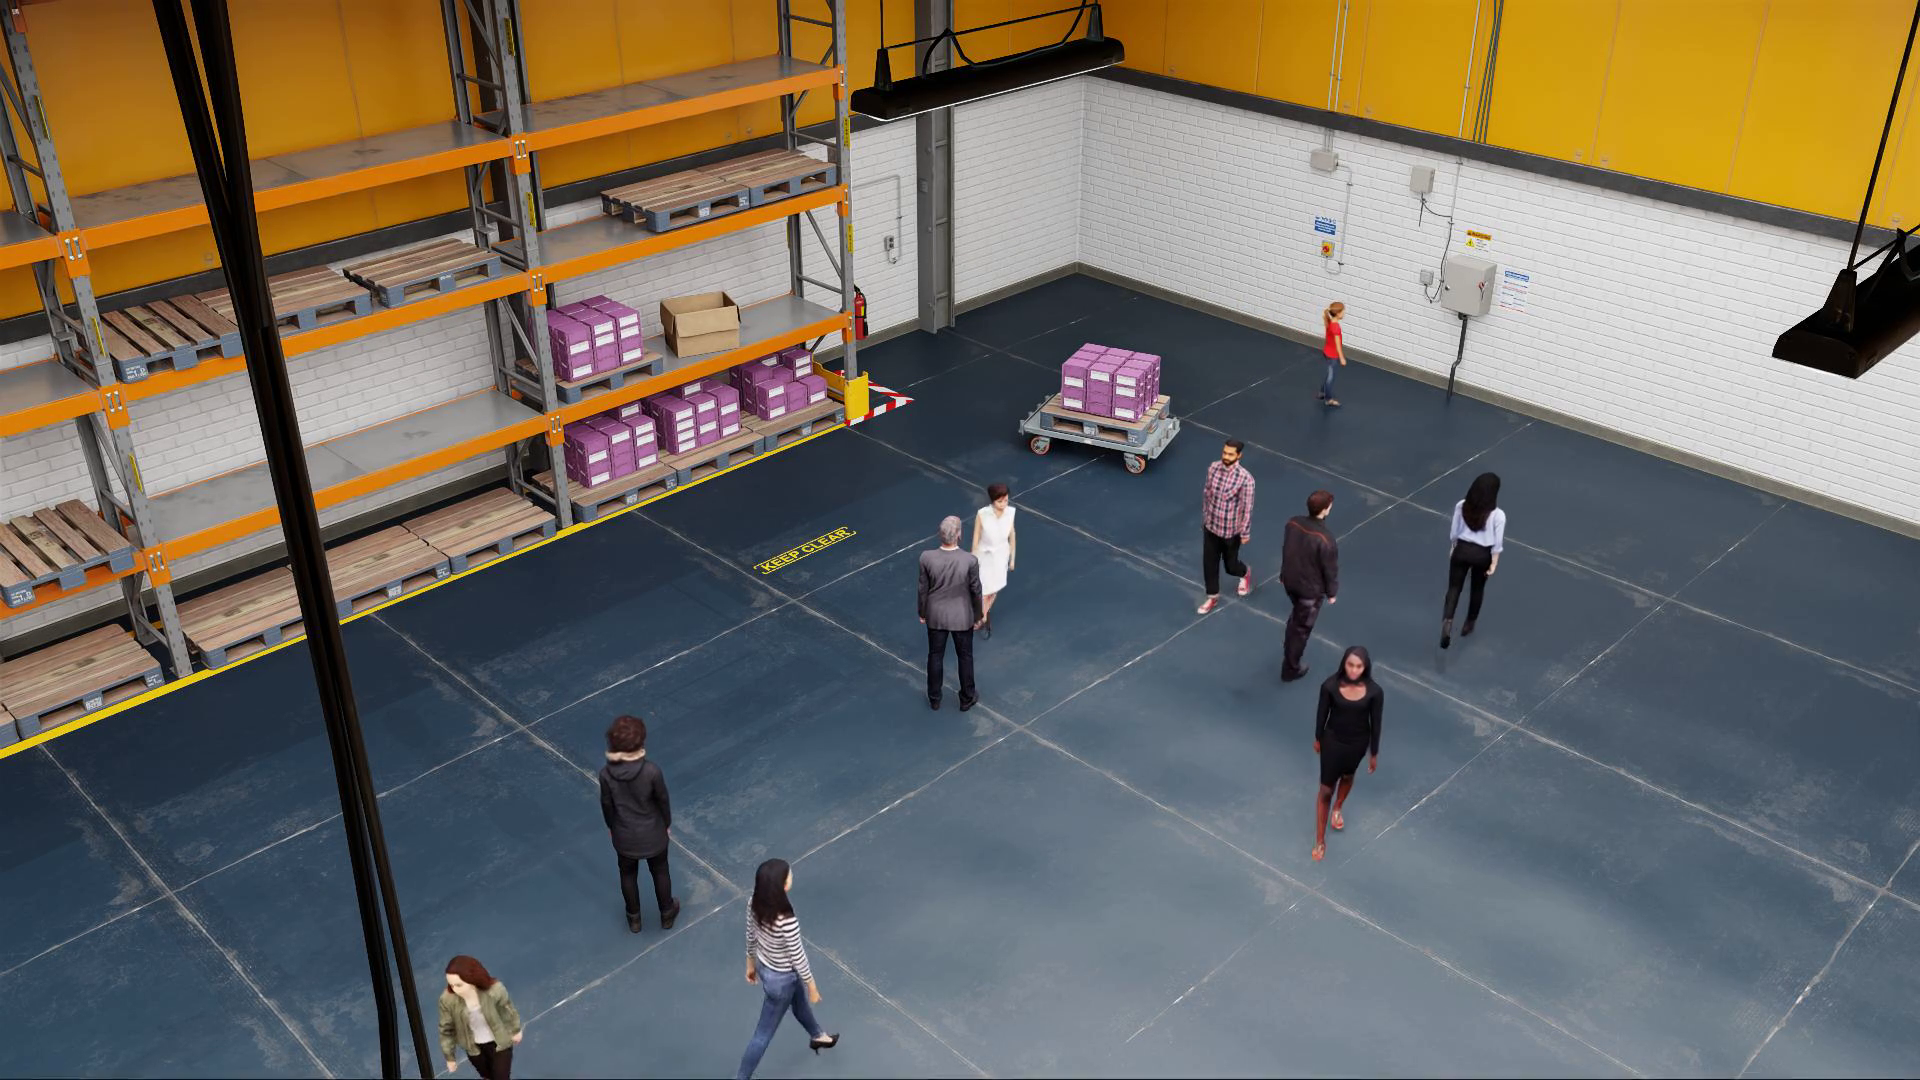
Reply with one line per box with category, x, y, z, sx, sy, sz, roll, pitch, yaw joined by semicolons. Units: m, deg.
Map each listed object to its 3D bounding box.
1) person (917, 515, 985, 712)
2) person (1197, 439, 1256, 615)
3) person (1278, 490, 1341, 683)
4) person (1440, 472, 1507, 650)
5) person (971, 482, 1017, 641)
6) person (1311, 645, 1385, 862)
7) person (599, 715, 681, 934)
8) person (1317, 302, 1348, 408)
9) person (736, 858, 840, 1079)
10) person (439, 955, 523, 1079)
person;-0.081;0.615;14.044;0.811;1.841;0.835;3;29;6
person;2.517;-0.162;15.570;0.718;1.745;0.913;23;36;35
person;2.927;0.424;14.412;0.723;1.824;0.768;-20;34;-32
person;4.554;0.210;14.912;0.835;1.722;1.084;15;32;26
person;0.275;0.127;15.263;0.702;1.531;0.752;-9;30;-15
person;2.919;1.499;12.581;0.948;1.690;1.084;5;29;9
person;-2.233;1.996;11.579;0.730;1.778;0.798;-2;29;-3
person;4.384;-2.205;19.774;0.684;1.306;0.624;0;29;0
person;-1.188;2.763;10.208;1.128;1.744;0.653;-24;36;-36
person;-2.846;2.999;10.085;0.812;1.447;0.868;-5;29;-9
